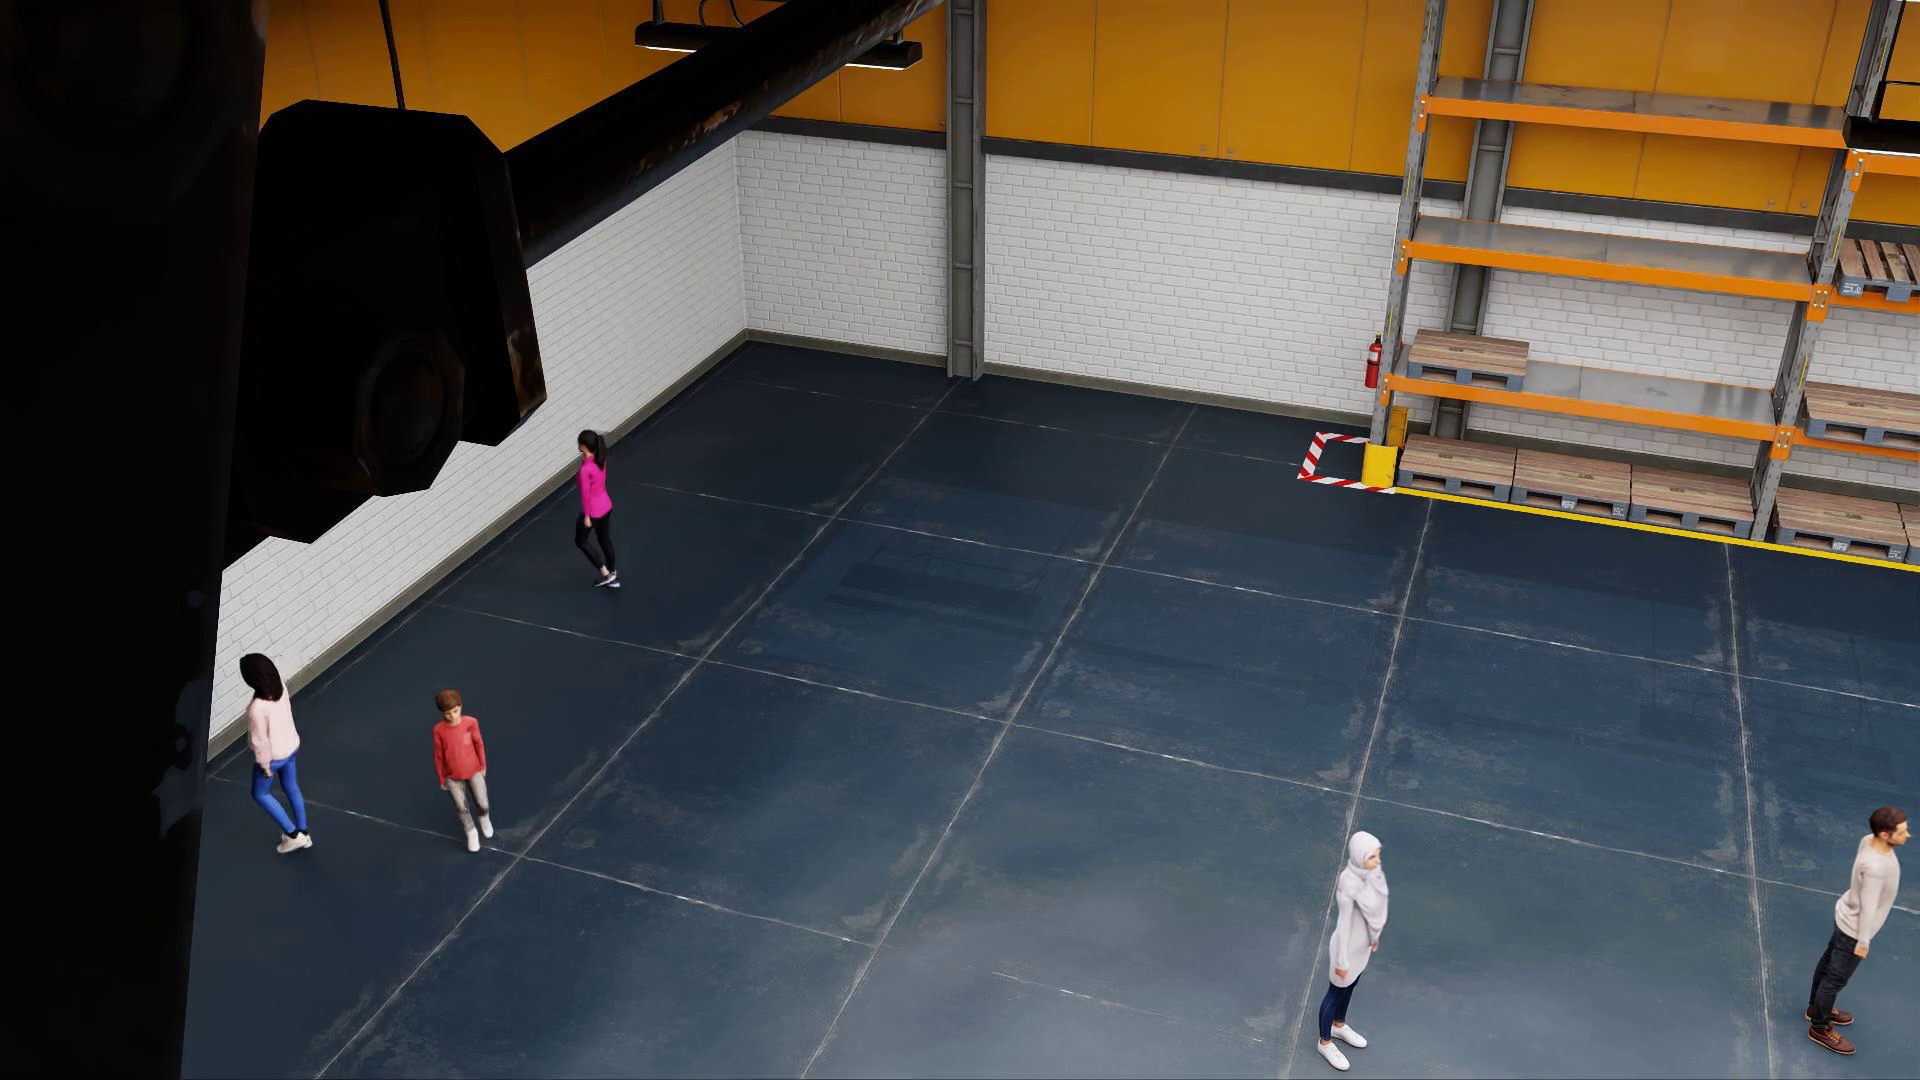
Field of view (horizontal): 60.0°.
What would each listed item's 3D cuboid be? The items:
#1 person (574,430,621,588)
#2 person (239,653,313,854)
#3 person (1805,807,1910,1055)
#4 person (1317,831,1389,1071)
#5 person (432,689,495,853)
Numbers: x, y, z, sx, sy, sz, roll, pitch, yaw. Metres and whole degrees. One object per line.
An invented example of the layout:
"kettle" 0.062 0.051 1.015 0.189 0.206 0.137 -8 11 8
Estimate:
"person" -3.461 -0.266 16.155 0.580 1.687 0.585 9 30 16
"person" -5.104 1.626 12.611 0.588 1.758 0.665 8 30 13
"person" 5.860 2.505 10.886 0.584 1.868 0.659 12 31 21
"person" 2.532 2.622 10.768 0.650 1.776 0.678 23 36 36
"person" -3.837 1.729 12.788 0.632 1.408 0.698 -9 30 -17
